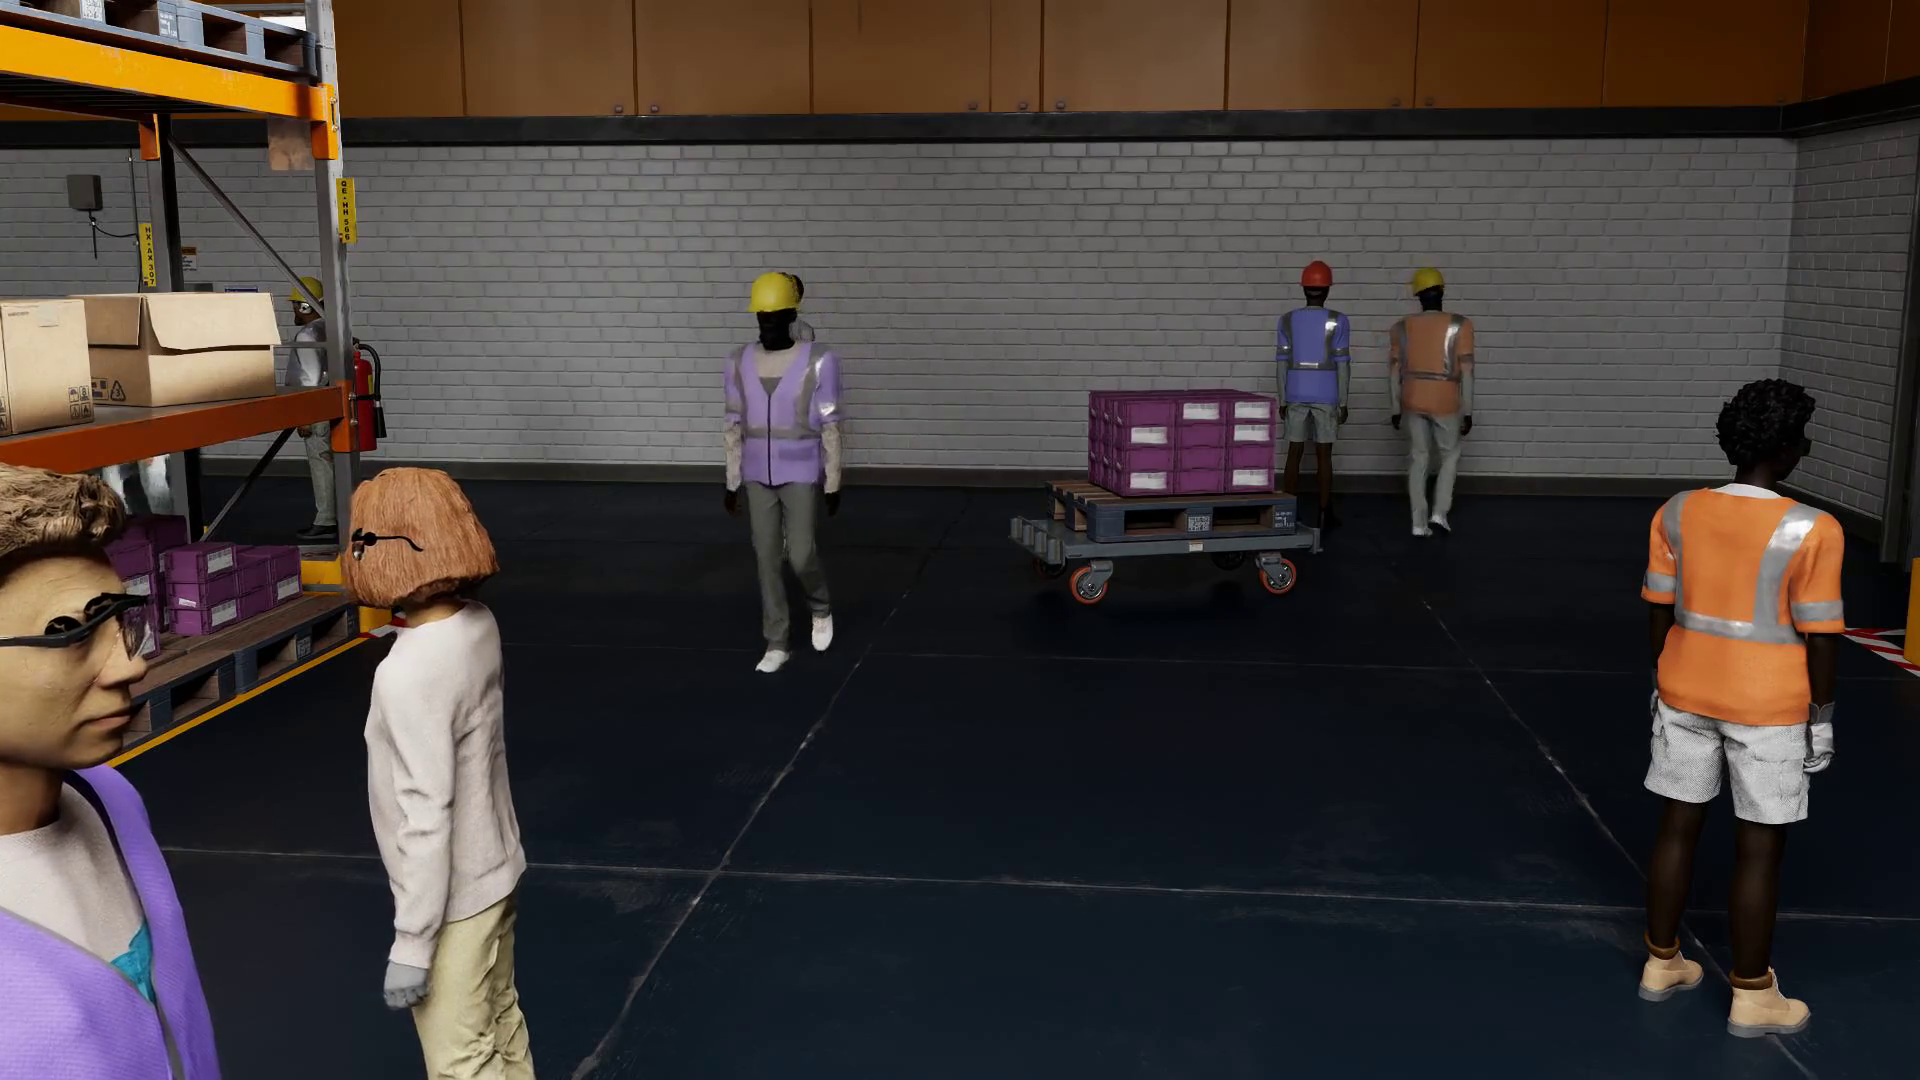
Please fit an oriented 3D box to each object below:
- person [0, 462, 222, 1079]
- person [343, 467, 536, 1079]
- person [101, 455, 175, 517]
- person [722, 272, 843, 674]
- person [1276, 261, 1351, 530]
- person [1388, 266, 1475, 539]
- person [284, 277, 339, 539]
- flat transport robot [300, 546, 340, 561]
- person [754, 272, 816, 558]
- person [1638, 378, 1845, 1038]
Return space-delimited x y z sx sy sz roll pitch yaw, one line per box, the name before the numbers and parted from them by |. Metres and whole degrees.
person | -0.852 0.847 1.528 0.389 1.844 0.563 -1 10 -7
person | -0.960 0.676 3.107 0.279 1.632 0.502 0 10 -2
person | -5.142 -0.626 10.376 0.513 1.687 0.580 5 11 27
person | -0.847 -0.321 8.008 0.587 1.916 0.494 3 10 17
person | 2.568 -1.043 12.075 0.551 1.938 0.367 5 11 29
person | 3.307 -0.949 11.622 0.615 1.898 0.504 6 12 32
person | -4.529 -0.926 11.711 0.403 1.833 0.590 0 10 -2
flat transport robot | -3.712 0.171 9.893 1.431 0.197 0.652 -2 10 -13
person | -1.147 -0.824 11.012 0.328 1.876 0.513 -7 12 -36
person | 2.028 0.429 4.337 0.317 1.695 0.540 -6 12 -31
